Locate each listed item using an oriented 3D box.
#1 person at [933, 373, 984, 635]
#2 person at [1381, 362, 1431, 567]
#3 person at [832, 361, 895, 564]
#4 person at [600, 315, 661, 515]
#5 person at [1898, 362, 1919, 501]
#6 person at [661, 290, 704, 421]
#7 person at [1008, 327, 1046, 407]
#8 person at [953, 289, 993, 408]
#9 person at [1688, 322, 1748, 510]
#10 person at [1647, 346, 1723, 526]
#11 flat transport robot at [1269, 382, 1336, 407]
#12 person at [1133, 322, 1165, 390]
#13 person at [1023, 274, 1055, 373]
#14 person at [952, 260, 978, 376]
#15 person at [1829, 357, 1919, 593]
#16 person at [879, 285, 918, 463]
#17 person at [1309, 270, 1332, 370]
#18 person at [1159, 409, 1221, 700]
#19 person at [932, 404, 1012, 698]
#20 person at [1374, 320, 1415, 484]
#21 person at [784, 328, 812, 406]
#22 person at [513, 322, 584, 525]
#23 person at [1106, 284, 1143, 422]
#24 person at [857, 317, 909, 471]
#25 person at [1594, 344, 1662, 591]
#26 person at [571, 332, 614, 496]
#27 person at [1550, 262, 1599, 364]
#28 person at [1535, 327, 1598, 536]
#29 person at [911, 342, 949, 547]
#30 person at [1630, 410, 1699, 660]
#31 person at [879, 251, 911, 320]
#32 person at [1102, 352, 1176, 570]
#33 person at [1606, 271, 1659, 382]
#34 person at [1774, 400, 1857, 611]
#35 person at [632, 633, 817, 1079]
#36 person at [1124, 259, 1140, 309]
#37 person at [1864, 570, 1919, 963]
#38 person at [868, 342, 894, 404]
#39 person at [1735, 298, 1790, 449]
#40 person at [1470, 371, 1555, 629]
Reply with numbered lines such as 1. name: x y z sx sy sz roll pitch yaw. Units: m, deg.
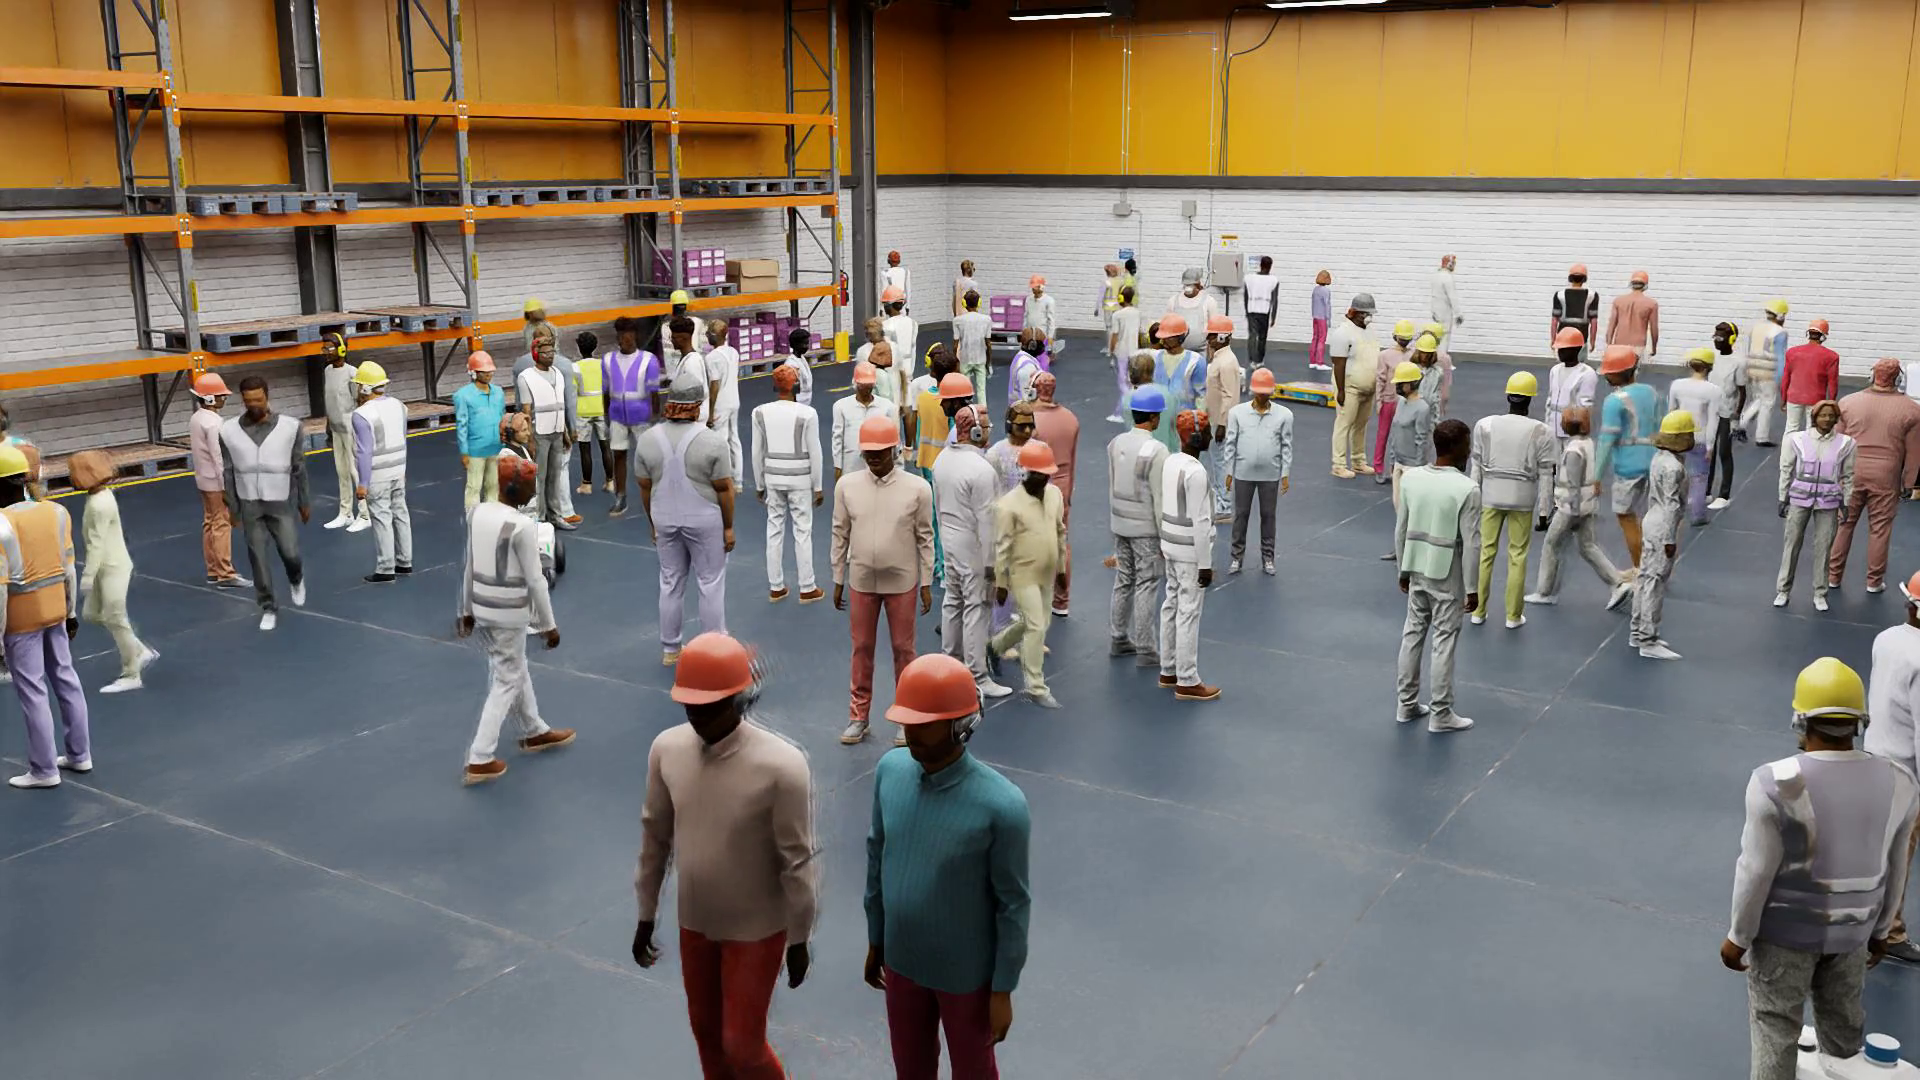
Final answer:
1. person: -0.009 -0.265 12.203 0.384 1.928 0.546 3 13 13
2. person: 3.824 -0.647 14.244 0.341 1.754 0.533 -3 13 -11
3. person: -0.823 -0.667 14.324 0.562 1.753 0.322 -3 13 -13
4. person: -3.219 -1.219 16.294 0.630 1.974 0.417 2 13 7
5. person: 9.784 -1.236 16.947 0.319 1.686 0.539 -6 14 -24
6. person: -3.378 -2.056 20.057 0.594 1.885 0.925 -8 15 -32
7. person: 0.687 -1.173 16.361 0.429 1.837 0.629 0 13 -1
8. person: 0.154 -2.171 20.630 0.510 1.860 0.333 -1 13 -5
9. person: 7.555 -1.235 16.537 0.330 1.872 0.512 -5 14 -19
10. person: 6.828 -0.952 15.611 0.826 1.736 0.541 -10 16 -37
11. flat transport robot: 5.123 -2.093 23.762 0.652 0.197 1.431 -11 17 -39
12. person: 1.947 -1.258 16.679 0.531 1.855 0.347 13 18 43
13. person: 1.152 -3.087 24.828 0.569 1.750 0.340 13 18 43
14. person: 0.099 -3.561 26.681 0.508 1.844 0.332 12 18 42
15. person: 7.325 -0.514 13.357 0.649 1.903 0.400 8 15 32
16. person: -0.746 -1.852 18.837 0.373 2.044 0.606 10 16 37
17. person: 5.968 -3.630 27.438 0.273 1.635 0.507 -4 14 -18
18. person: 1.481 0.093 10.753 0.355 1.882 0.575 -4 13 -16
19. person: 0.086 0.070 10.800 0.409 1.909 0.639 -7 15 -29
20. person: 4.703 -1.475 17.825 0.525 1.759 0.337 -2 13 -10
21. person: -1.723 -1.397 17.620 0.322 1.696 0.532 2 13 7
22. person: -3.895 -1.084 15.730 0.628 1.940 0.378 4 14 17
23. person: 2.208 -2.402 21.674 0.524 1.845 0.817 -10 16 -37
24. person: -0.817 -1.465 17.671 0.557 1.812 0.439 0 13 0
25. person: 5.370 -0.569 13.363 0.624 1.995 0.613 -10 17 -38
26. person: -3.821 -1.303 17.213 0.537 1.695 0.321 -9 16 -34
27. person: 8.541 -2.842 23.171 0.621 2.029 0.424 5 14 21
28. person: 5.613 -1.007 15.428 0.385 1.932 0.546 -5 14 -22
29. person: -0.202 -0.834 14.813 0.533 1.864 0.315 -10 16 -36
30. person: 4.954 -0.048 11.667 0.316 1.743 0.487 2 13 10
31. person: -1.116 -4.004 28.520 0.573 1.882 0.355 -7 15 -28
32. person: 1.635 -0.606 13.789 0.644 1.897 0.996 -12 17 -42
33. person: 9.185 -2.682 22.647 0.610 1.945 0.961 12 18 42
34. person: 6.604 -0.274 12.863 0.521 1.645 0.307 6 14 24
35. person: -0.778 1.251 5.507 0.644 1.980 0.415 7 15 30
36. person: 3.126 -4.266 30.173 0.311 1.655 0.706 3 13 14
37. person: 4.164 0.960 7.285 0.339 1.745 0.561 2 13 9
38. person: -0.785 -1.189 16.856 0.279 1.634 0.499 -4 14 -17
39. person: 9.673 -1.989 19.944 0.457 1.819 0.613 -2 13 -8
40. person: 4.082 -0.291 12.349 0.586 1.920 0.384 7 15 29
